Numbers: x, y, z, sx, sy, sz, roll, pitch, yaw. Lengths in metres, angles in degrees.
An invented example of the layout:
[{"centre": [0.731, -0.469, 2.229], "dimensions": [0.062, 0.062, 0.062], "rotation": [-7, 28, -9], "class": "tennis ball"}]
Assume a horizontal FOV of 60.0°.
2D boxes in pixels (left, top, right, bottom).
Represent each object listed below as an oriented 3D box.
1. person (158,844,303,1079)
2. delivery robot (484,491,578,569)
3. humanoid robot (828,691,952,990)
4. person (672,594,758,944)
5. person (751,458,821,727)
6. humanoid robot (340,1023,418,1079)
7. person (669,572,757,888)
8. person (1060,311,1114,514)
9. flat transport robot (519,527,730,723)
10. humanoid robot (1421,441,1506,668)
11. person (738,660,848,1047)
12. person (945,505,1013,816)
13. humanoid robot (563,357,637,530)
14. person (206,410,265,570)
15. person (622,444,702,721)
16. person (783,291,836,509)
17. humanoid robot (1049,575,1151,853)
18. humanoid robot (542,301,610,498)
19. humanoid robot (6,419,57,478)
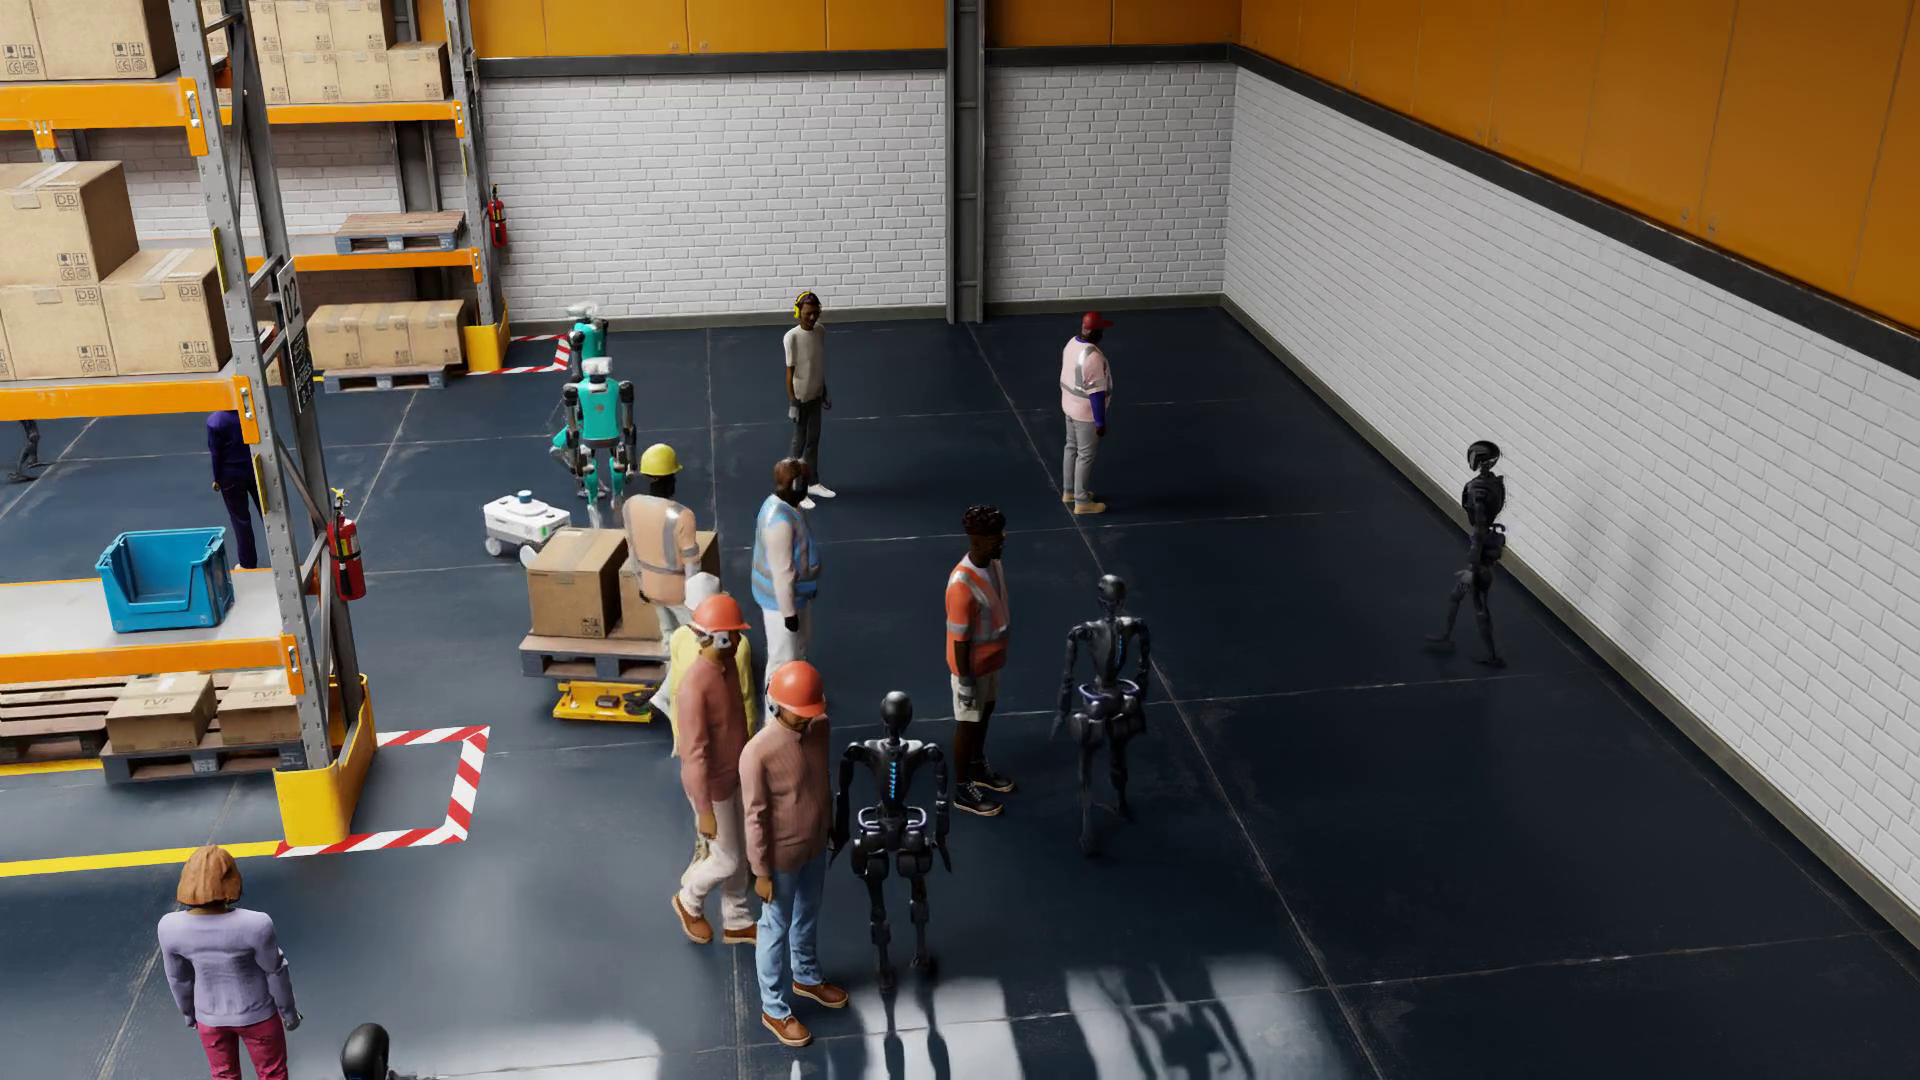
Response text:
[{"centre": [-3.076, 2.019, 7.096], "dimensions": [0.498, 1.633, 0.284], "rotation": [0, 24, -1], "class": "person"}, {"centre": [-3.426, -0.092, 13.260], "dimensions": [0.801, 0.602, 0.499], "rotation": [14, 27, 29], "class": "delivery robot"}, {"centre": [-0.349, 1.491, 8.245], "dimensions": [0.615, 1.654, 0.322], "rotation": [-2, 24, -4], "class": "humanoid robot"}, {"centre": [-1.248, 1.229, 8.494], "dimensions": [0.572, 1.956, 0.690], "rotation": [5, 24, 11], "class": "person"}, {"centre": [-1.106, 0.363, 10.665], "dimensions": [0.435, 1.808, 0.656], "rotation": [0, 24, 1], "class": "person"}, {"centre": [-2.076, 2.416, 6.152], "dimensions": [0.610, 1.643, 0.390], "rotation": [-4, 24, -8], "class": "humanoid robot"}, {"centre": [-1.338, 1.033, 9.024], "dimensions": [0.485, 1.894, 0.376], "rotation": [5, 24, 12], "class": "person"}, {"centre": [1.076, -1.080, 14.026], "dimensions": [0.417, 1.746, 0.592], "rotation": [-9, 25, -20], "class": "person"}, {"centre": [-2.270, 0.833, 11.498], "dimensions": [0.659, 0.231, 1.431], "rotation": [2, 24, 5], "class": "flat transport robot"}, {"centre": [3.537, 0.093, 11.455], "dimensions": [0.631, 1.640, 0.613], "rotation": [9, 25, 20], "class": "humanoid robot"}, {"centre": [-0.778, 1.462, 7.932], "dimensions": [0.387, 1.986, 0.608], "rotation": [14, 28, 30], "class": "person"}, {"centre": [0.111, 0.691, 9.730], "dimensions": [0.371, 1.960, 0.604], "rotation": [8, 25, 18], "class": "person"}, {"centre": [-2.803, -0.638, 13.050], "dimensions": [0.536, 1.806, 0.793], "rotation": [-6, 24, -13], "class": "humanoid robot"}, {"centre": [-5.560, -0.511, 12.869], "dimensions": [0.350, 1.622, 0.466], "rotation": [19, 30, 37], "class": "person"}, {"centre": [-1.854, 0.295, 10.675], "dimensions": [0.627, 1.910, 0.604], "rotation": [15, 28, 31], "class": "person"}, {"centre": [-1.276, -1.205, 14.159], "dimensions": [0.335, 1.865, 0.514], "rotation": [15, 28, 31], "class": "person"}, {"centre": [0.816, 0.974, 9.463], "dimensions": [0.597, 1.640, 0.488], "rotation": [-9, 25, -19], "class": "humanoid robot"}, {"centre": [-3.315, -1.181, 14.249], "dimensions": [0.651, 1.786, 0.536], "rotation": [7, 25, 16], "class": "humanoid robot"}, {"centre": [-8.388, -1.347, 14.726], "dimensions": [0.446, 1.635, 0.587], "rotation": [-16, 28, -32], "class": "humanoid robot"}]
